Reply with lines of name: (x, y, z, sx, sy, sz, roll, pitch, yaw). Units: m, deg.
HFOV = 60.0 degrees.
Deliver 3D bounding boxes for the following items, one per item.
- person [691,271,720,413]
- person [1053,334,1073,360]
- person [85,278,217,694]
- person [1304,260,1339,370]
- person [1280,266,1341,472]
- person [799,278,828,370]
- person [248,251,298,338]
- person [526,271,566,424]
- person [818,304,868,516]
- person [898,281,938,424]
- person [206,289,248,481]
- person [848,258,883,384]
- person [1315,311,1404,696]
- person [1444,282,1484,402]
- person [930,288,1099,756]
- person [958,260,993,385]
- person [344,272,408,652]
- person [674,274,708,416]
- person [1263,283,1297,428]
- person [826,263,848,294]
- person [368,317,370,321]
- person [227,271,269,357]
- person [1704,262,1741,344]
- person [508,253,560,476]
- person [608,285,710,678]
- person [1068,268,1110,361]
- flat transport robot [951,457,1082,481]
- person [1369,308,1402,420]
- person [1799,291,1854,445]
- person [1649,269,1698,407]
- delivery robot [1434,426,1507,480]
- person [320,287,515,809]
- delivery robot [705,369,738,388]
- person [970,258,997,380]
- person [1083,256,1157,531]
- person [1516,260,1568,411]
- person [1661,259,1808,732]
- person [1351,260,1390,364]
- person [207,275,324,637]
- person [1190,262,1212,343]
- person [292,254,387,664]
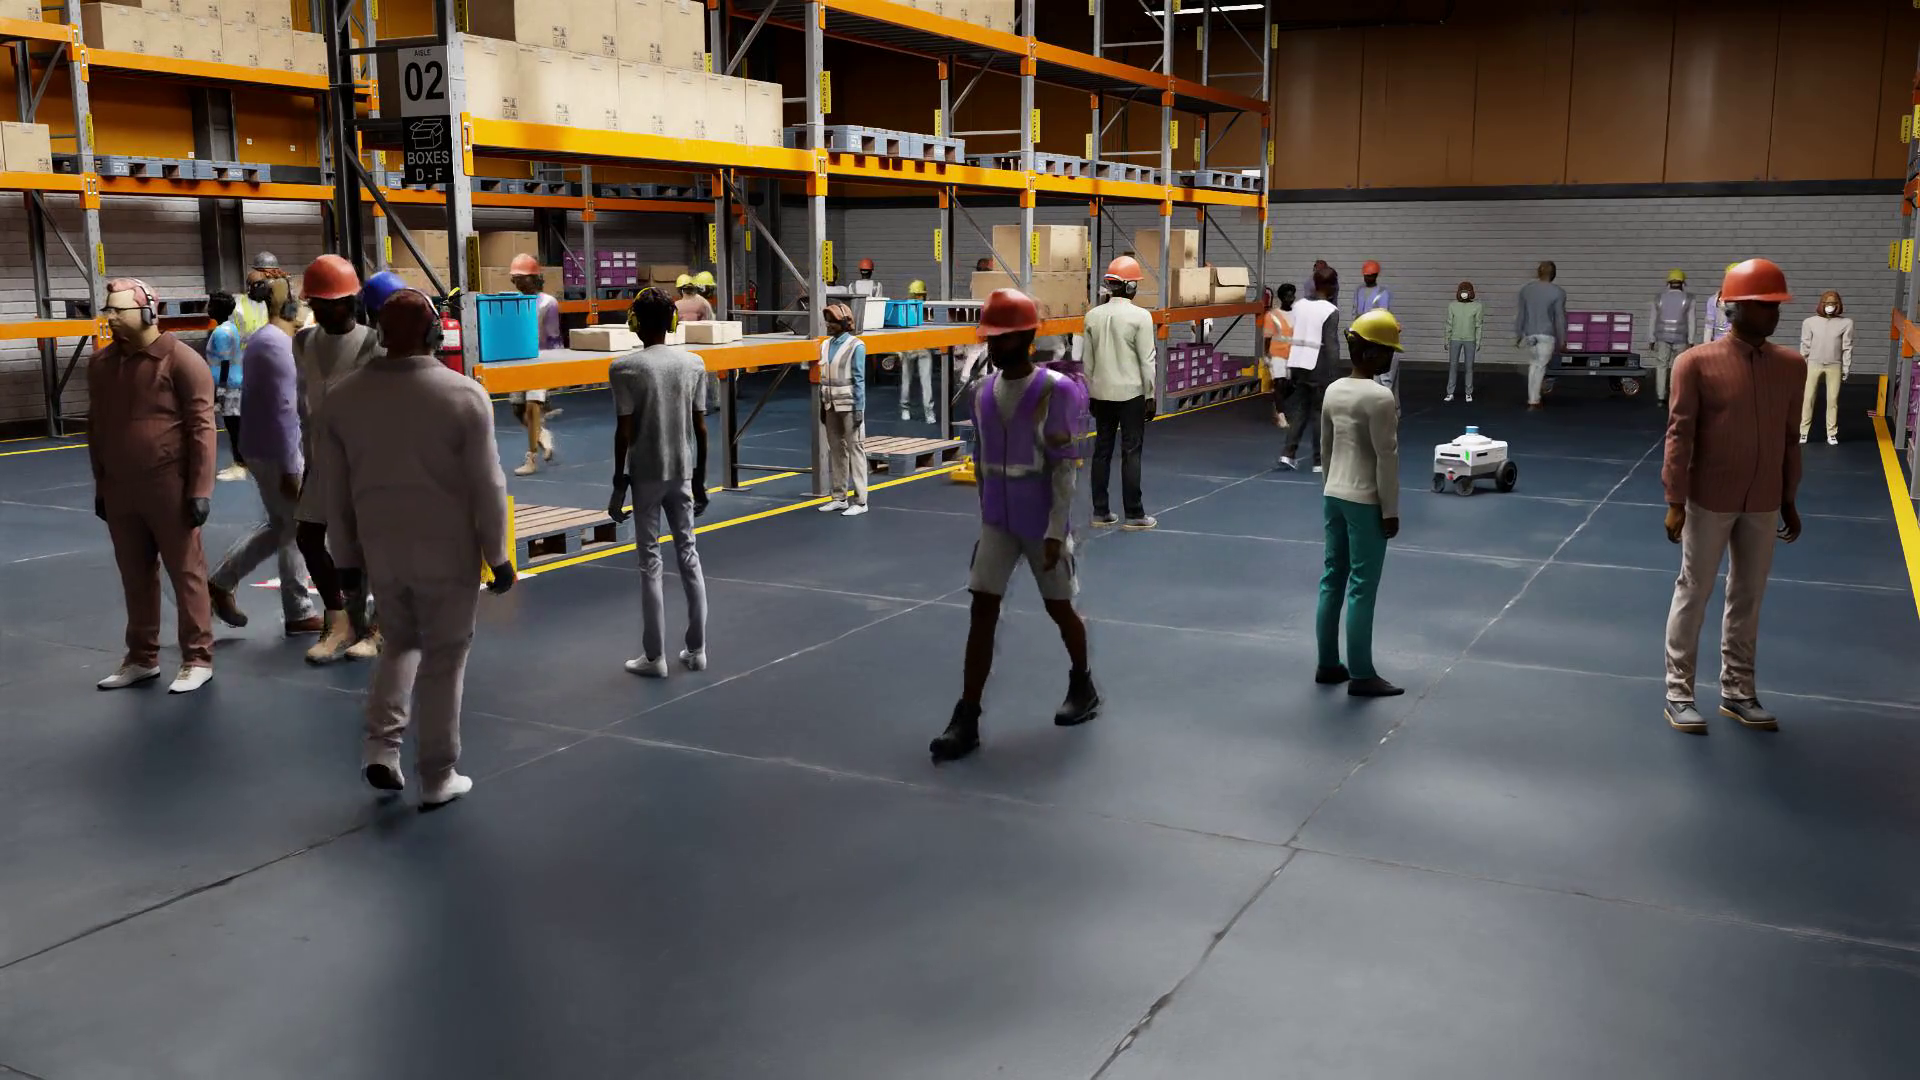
person: (-3.275, -2.471, 20.927, 0.729, 1.825, 0.593, 0, 10, -1)
person: (1.638, -3.045, 24.188, 0.610, 1.798, 0.750, 9, 14, 44)
person: (-3.739, -0.241, 7.657, 0.642, 1.909, 0.399, 3, 10, 15)
person: (5.829, -3.596, 27.083, 0.641, 1.908, 0.407, -4, 11, -22)
person: (3.286, -1.564, 15.339, 0.502, 1.902, 0.645, -5, 11, -28)
person: (-2.535, -3.877, 28.796, 0.622, 1.870, 0.614, 7, 12, 37)
person: (-7.774, -2.218, 18.718, 0.538, 2.000, 0.684, 4, 11, 22)
person: (-4.941, -2.297, 19.817, 0.522, 1.815, 0.837, 6, 11, 29)
person: (-0.906, -1.005, 12.874, 0.311, 1.634, 0.519, -9, 13, -43)
person: (-0.514, -2.257, 19.946, 0.497, 1.695, 0.880, -3, 10, -14)
person: (-6.535, -1.375, 14.826, 0.318, 1.700, 0.535, -3, 10, -17)
person: (-1.448, -3.382, 25.751, 0.549, 1.936, 0.377, 1, 10, 7)
person: (1.858, -0.168, 7.668, 0.328, 1.759, 0.524, -4, 10, -20)
person: (6.867, -2.703, 22.705, 0.500, 1.633, 0.281, 4, 11, 22)
person: (0.273, -0.092, 6.887, 0.560, 1.891, 1.007, 6, 12, 33)
person: (0.451, -3.343, 25.551, 1.050, 1.947, 0.605, -6, 12, -32)
person: (-2.901, -0.382, 8.417, 0.461, 1.925, 0.625, 9, 13, 41)
person: (-3.377, -2.399, 20.595, 0.522, 1.758, 0.350, -7, 12, -35)
person: (3.766, -2.158, 19.414, 0.544, 1.683, 0.621, -3, 10, -15)
person: (-1.834, -3.017, 23.857, 0.551, 1.872, 0.379, -2, 10, -11)
person: (-6.868, -2.195, 18.866, 0.354, 1.942, 0.545, -8, 13, -40)
person: (-7.300, -1.880, 17.370, 0.624, 1.837, 0.429, -5, 11, -27)
person: (8.421, -2.062, 18.179, 0.588, 1.919, 0.402, 1, 10, 8)
person: (-3.948, -1.620, 15.331, 0.609, 2.024, 0.787, 2, 10, 12)
person: (-1.444, -0.274, 7.968, 0.516, 1.866, 0.325, -7, 12, -35)
person: (1.782, -2.857, 23.021, 0.626, 1.836, 0.429, -1, 10, -5)
flat transport robot: (0.532, -0.699, 15.041, 0.652, 0.197, 1.431, 5, 11, 27)
person: (3.069, -0.881, 12.187, 0.295, 1.622, 0.510, 1, 10, 4)
person: (9.154, -1.817, 17.605, 0.497, 1.626, 0.287, 5, 11, 25)
person: (9.482, -2.685, 22.073, 0.618, 1.800, 0.809, 7, 12, 36)
delivery robot: (4.318, -0.717, 14.050, 0.707, 0.478, 0.477, -9, 13, -43)
person: (-1.954, 0.035, 6.081, 0.639, 1.897, 0.420, 2, 10, 10)
delivery robot: (-3.424, -2.261, 22.992, 0.707, 0.478, 0.477, -1, 10, -8)
person: (0.382, -3.504, 26.455, 0.629, 1.940, 0.379, -9, 14, -43)
person: (1.181, -1.067, 12.183, 0.608, 1.995, 0.377, 8, 13, 39)
person: (7.502, -2.616, 21.350, 0.548, 1.922, 0.660, -8, 12, -37)
person: (3.274, -0.178, 7.036, 0.622, 1.993, 0.384, -1, 10, -9)
person: (5.531, -2.823, 22.535, 0.419, 1.932, 0.579, -8, 13, -40)
person: (-3.652, -0.423, 8.701, 0.617, 1.913, 0.672, -6, 11, -30)
person: (3.823, -3.463, 26.399, 0.345, 1.878, 0.579, 8, 13, 39)
person: (-3.014, -0.372, 8.111, 0.660, 2.010, 0.621, 3, 10, 19)
